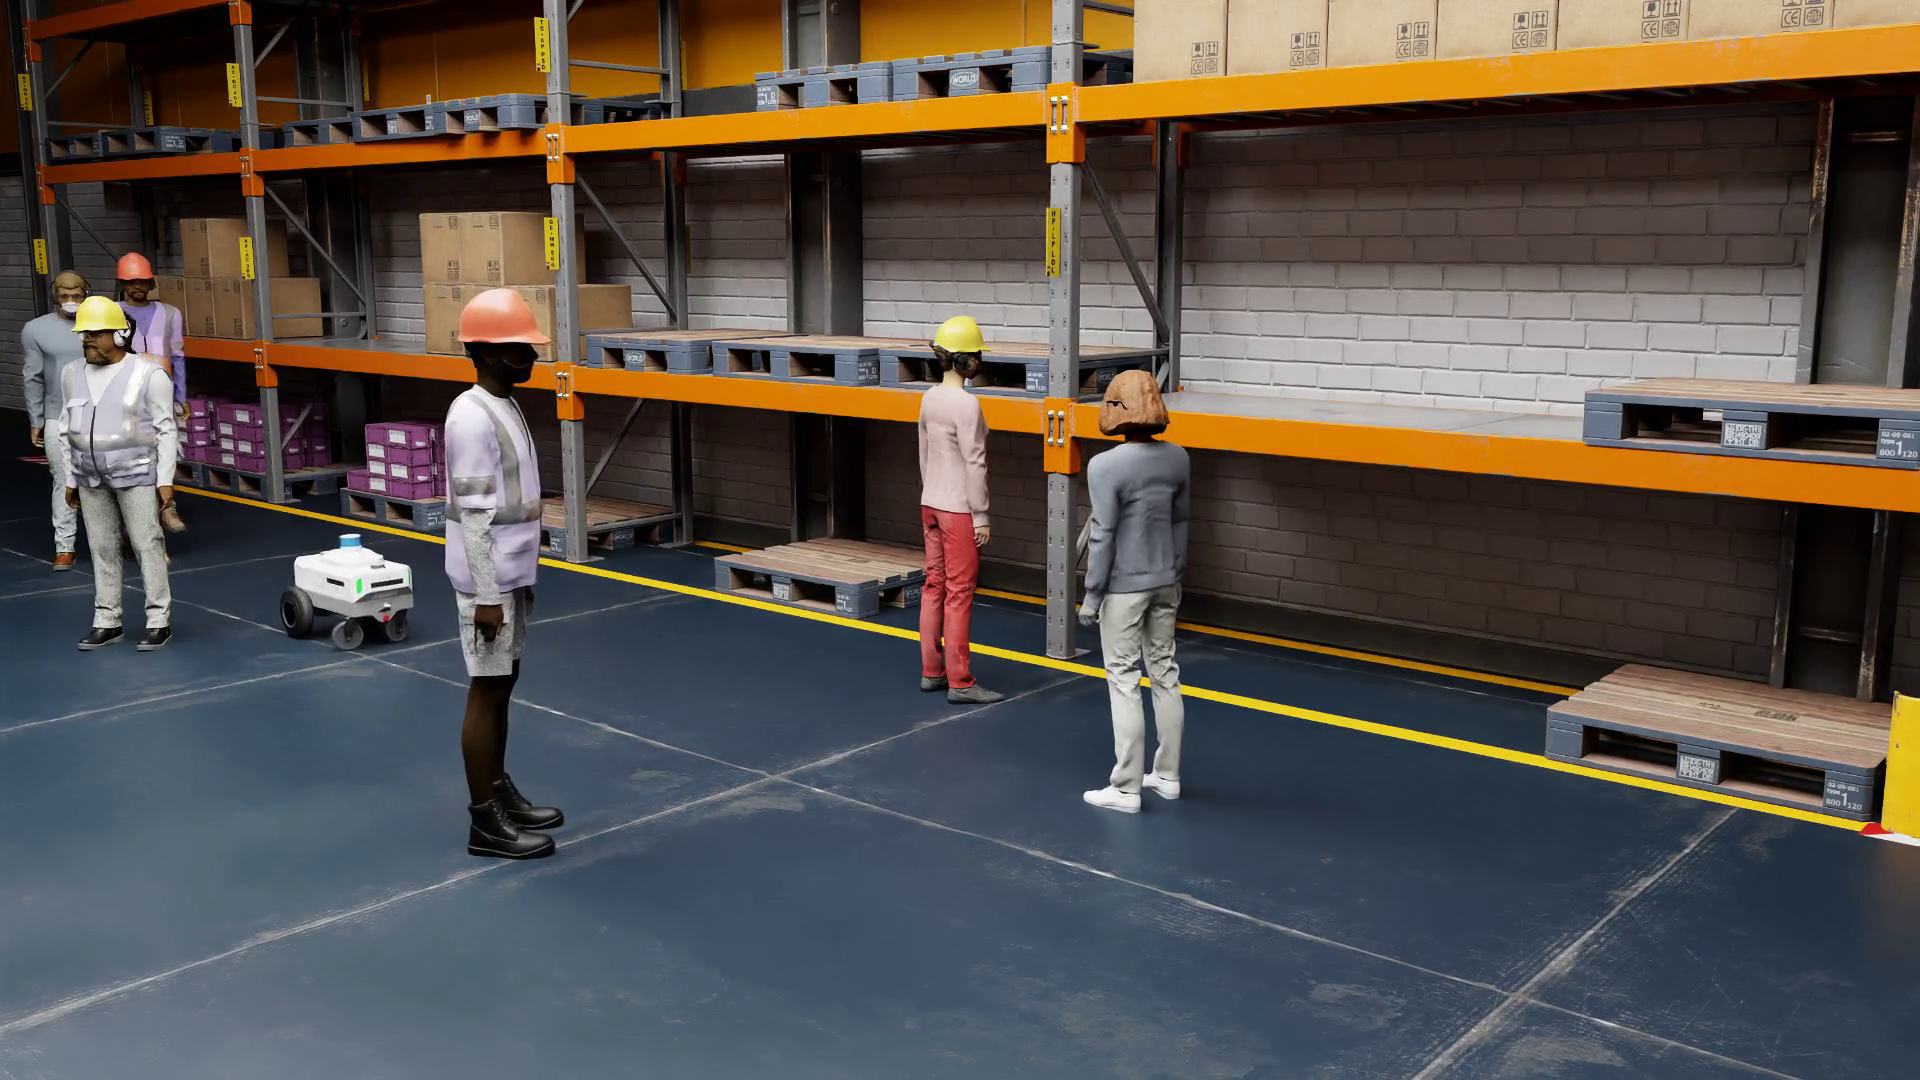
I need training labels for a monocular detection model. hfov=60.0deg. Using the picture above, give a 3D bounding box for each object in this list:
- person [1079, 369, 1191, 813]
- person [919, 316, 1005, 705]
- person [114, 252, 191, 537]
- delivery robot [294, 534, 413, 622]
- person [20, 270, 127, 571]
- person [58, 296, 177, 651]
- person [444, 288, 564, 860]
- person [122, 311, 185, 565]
[{"bbox_3d":[0.648,0.189,6.160,0.504,1.632,0.269,-8,13,-39],"label":"person"},{"bbox_3d":[-0.010,-0.135,7.628,0.314,1.769,0.523,-5,11,-28],"label":"person"},{"bbox_3d":[-5.897,-1.047,12.039,0.614,2.040,0.391,-8,13,-39],"label":"person"},{"bbox_3d":[-3.223,0.213,8.832,0.707,0.478,0.477,9,13,41],"label":"delivery robot"},{"bbox_3d":[-5.690,-0.770,10.768,0.627,1.937,0.372,-5,11,-26],"label":"person"},{"bbox_3d":[-4.344,-0.332,8.563,0.600,1.830,0.404,1,10,4],"label":"person"},{"bbox_3d":[-1.566,0.113,5.728,0.377,1.938,0.547,-1,10,-4],"label":"person"},{"bbox_3d":[-5.384,-0.648,10.816,0.570,1.680,0.373,-8,13,-38],"label":"person"}]
